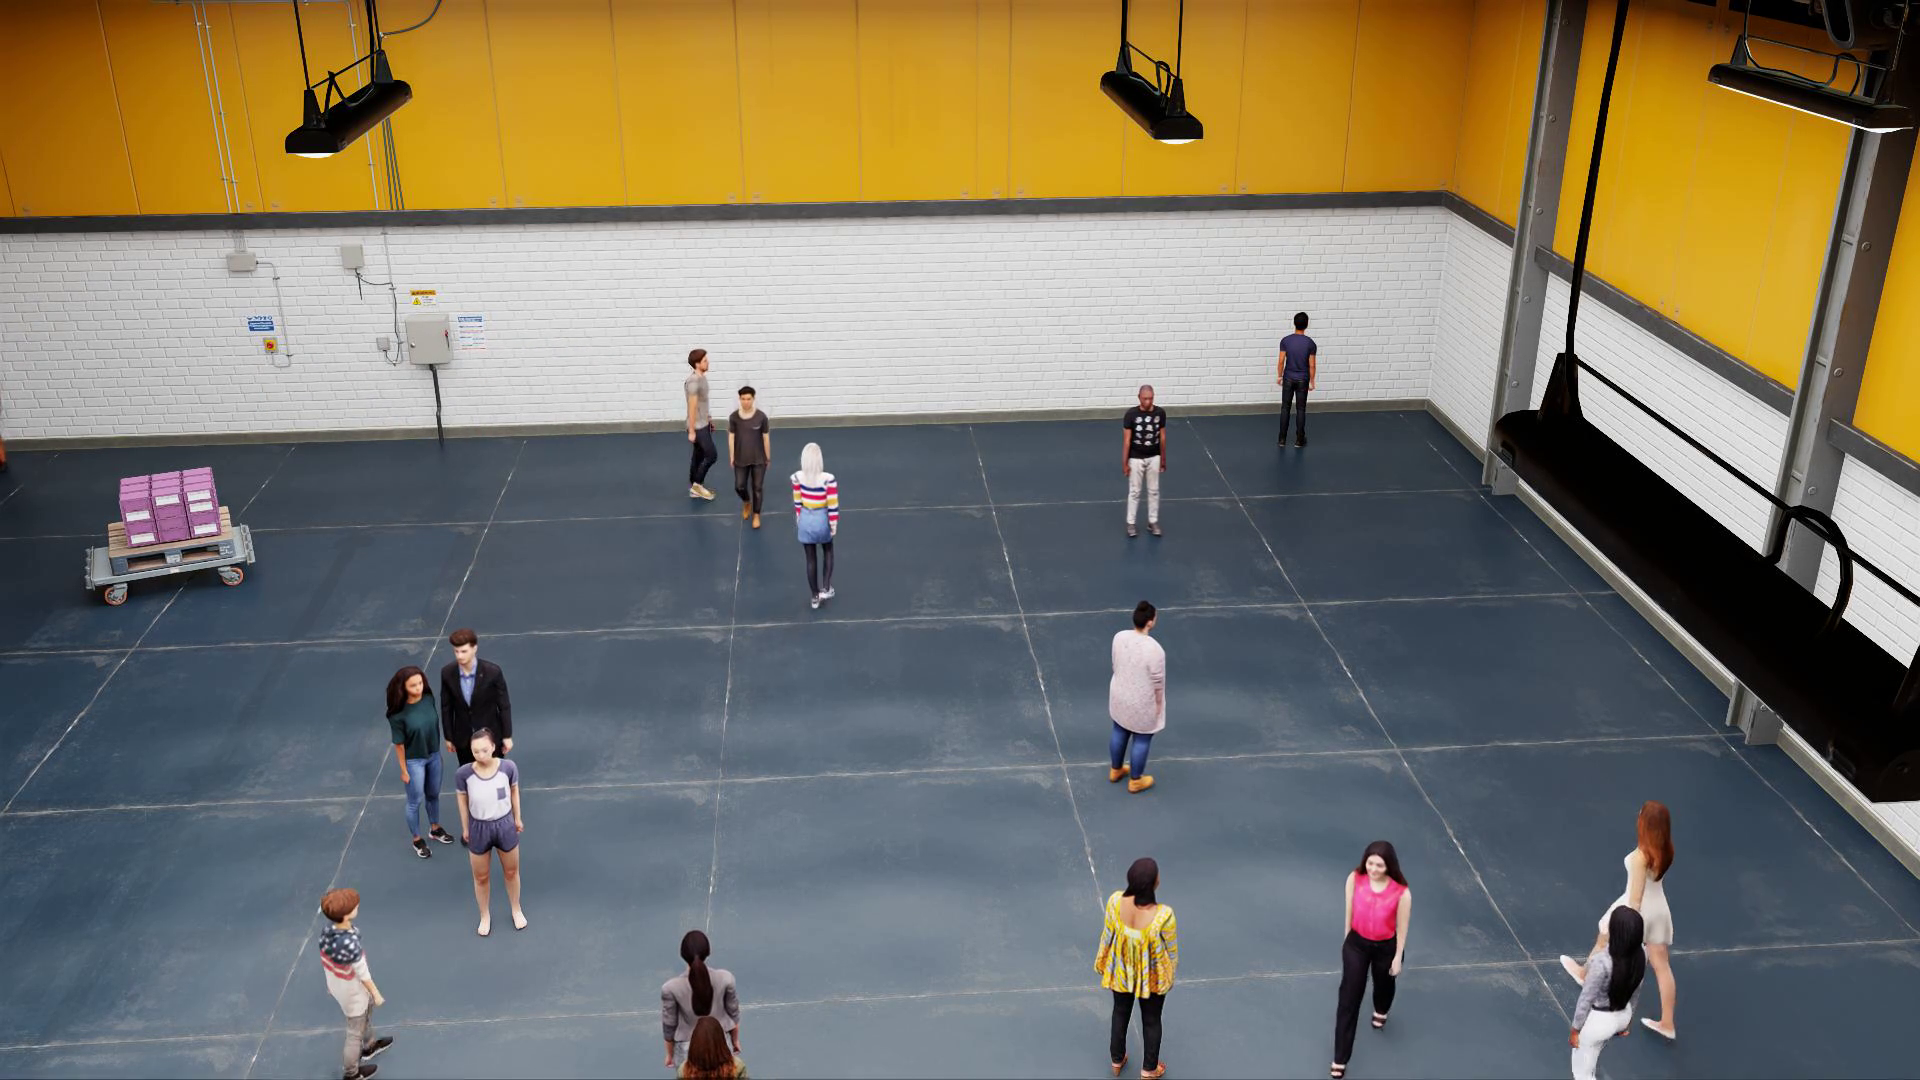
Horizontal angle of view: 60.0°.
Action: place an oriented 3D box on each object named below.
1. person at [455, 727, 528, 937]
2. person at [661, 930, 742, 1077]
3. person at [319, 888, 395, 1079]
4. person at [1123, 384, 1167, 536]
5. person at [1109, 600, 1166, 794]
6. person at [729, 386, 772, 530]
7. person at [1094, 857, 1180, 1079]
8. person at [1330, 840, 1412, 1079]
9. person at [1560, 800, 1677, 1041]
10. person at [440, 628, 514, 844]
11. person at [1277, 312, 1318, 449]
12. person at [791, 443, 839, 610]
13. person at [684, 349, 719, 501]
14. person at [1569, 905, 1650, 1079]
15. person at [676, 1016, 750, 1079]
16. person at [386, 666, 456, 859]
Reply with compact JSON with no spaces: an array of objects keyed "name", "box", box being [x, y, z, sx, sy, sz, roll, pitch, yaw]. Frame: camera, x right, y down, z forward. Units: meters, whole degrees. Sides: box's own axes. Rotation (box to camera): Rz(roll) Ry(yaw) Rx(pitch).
[{"name":"person","box":[-3.437,2.123,12.198,0.640,1.650,0.595,-7,25,-16]},{"name":"person","box":[-1.549,3.068,10.002,0.678,1.676,0.656,-8,25,-17]},{"name":"person","box":[-3.988,2.898,10.708,0.733,1.424,0.792,19,30,37]},{"name":"person","box":[2.103,-0.929,18.992,0.662,1.800,0.607,-3,24,-7]},{"name":"person","box":[1.464,1.300,13.963,0.788,1.744,0.858,21,31,39]},{"name":"person","box":[-2.428,-0.997,19.262,0.655,1.708,0.706,0,24,1]},{"name":"person","box":[1.151,2.771,10.709,0.874,1.654,0.926,12,26,26]},{"name":"person","box":[2.744,2.681,10.958,0.918,1.622,1.147,10,25,21]},{"name":"person","box":[4.654,2.569,11.167,0.872,1.659,1.235,-12,26,-25]},{"name":"person","box":[-3.833,1.535,13.247,0.708,1.887,0.600,0,24,0]},{"name":"person","box":[4.372,-2.093,21.665,0.716,1.792,0.658,7,25,16]},{"name":"person","box":[-1.521,-0.127,17.159,0.714,1.800,0.695,4,24,8]},{"name":"person","box":[-3.212,-1.369,19.899,0.780,1.881,0.608,1,24,3]},{"name":"person","box":[3.957,3.002,10.118,0.832,1.704,1.081,-11,26,-23]},{"name":"person","box":[-1.410,3.366,9.571,0.592,1.476,0.498,-3,24,-7]},{"name":"person","box":[-4.269,1.722,13.158,0.769,1.616,0.701,16,28,32]}]
